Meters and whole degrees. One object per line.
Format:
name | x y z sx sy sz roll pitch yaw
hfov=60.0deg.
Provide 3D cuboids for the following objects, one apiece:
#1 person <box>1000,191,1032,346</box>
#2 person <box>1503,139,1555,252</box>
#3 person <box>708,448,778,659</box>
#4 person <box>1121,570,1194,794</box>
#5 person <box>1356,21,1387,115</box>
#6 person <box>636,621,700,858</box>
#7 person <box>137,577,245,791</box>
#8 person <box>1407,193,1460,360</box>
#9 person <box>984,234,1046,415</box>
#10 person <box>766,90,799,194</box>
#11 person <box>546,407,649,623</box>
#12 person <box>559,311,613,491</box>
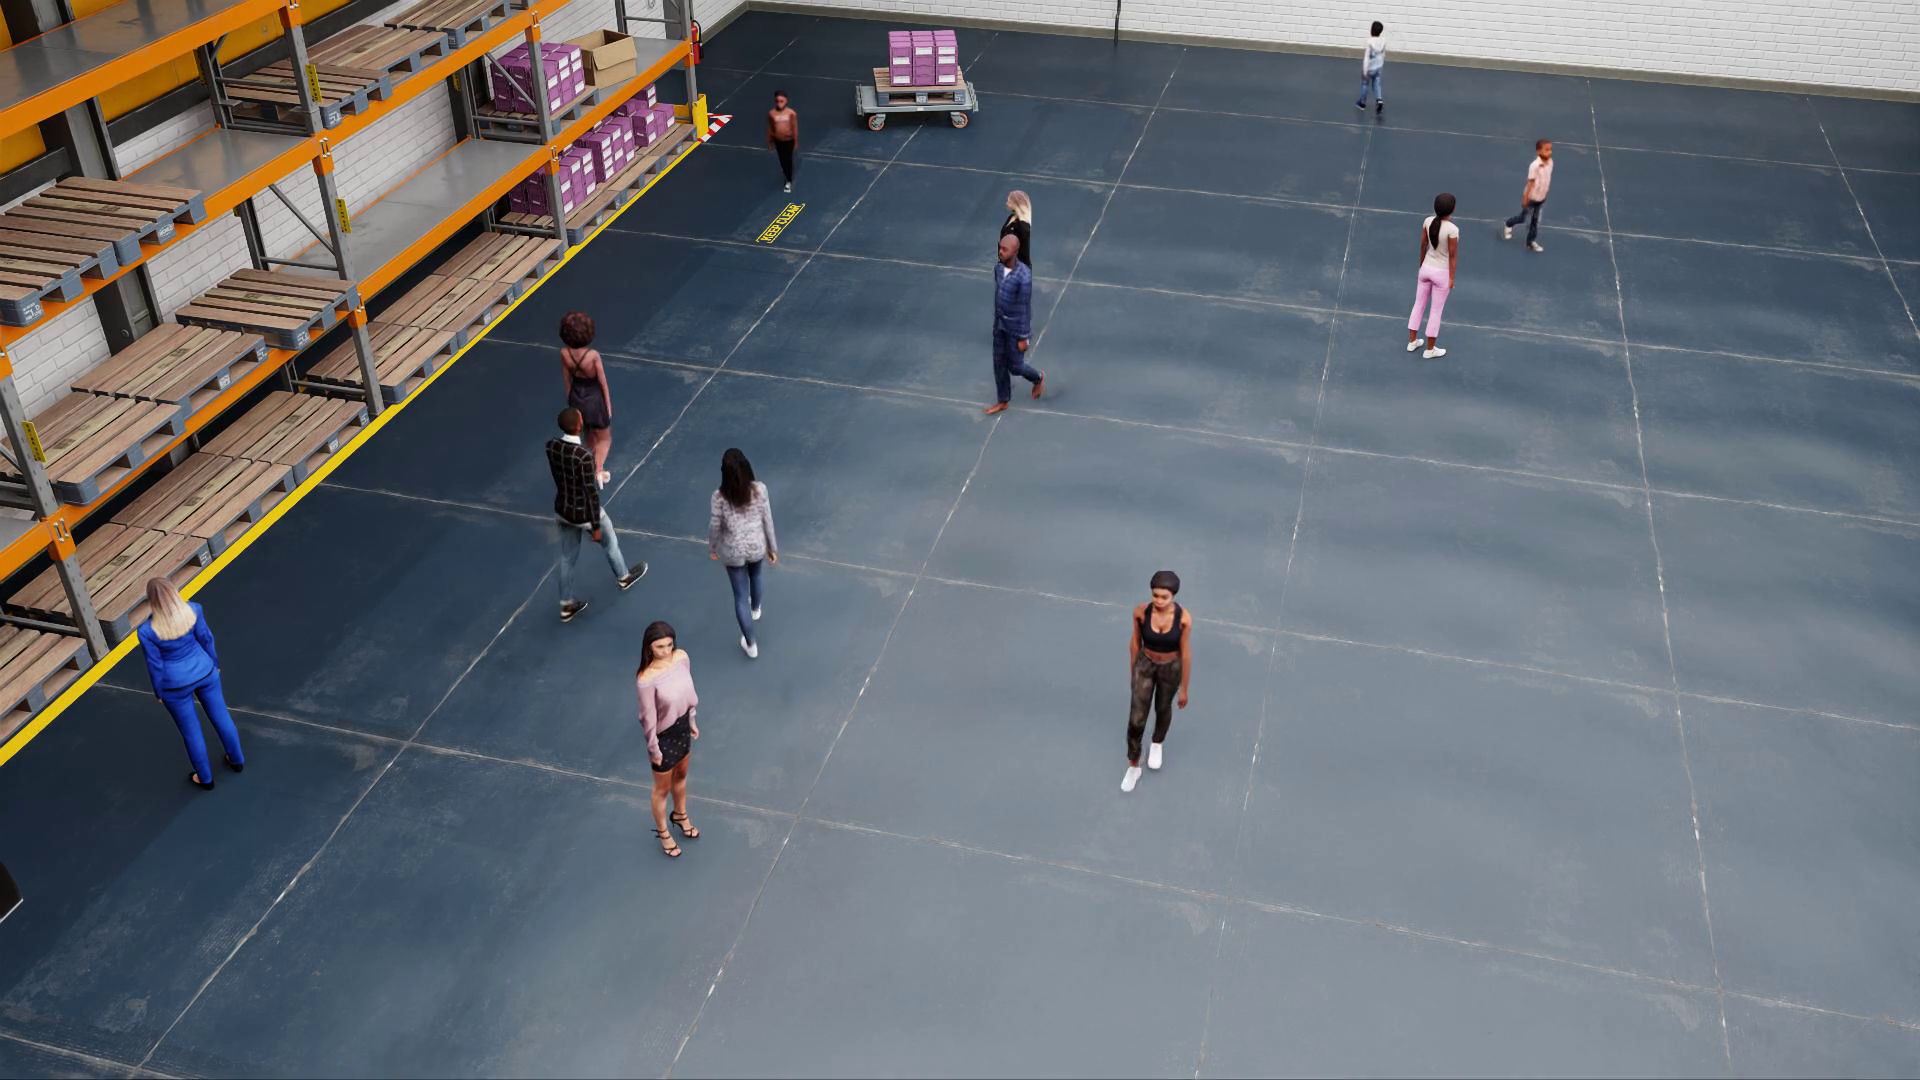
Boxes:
person | 0.600 -2.764 16.926 0.746 1.686 0.626 -7 34 -10
person | 6.575 -3.992 19.128 0.792 1.294 0.858 -17 37 -24
person | -1.610 0.134 12.550 0.951 1.705 1.068 -11 35 -16
person | 1.387 0.873 11.462 0.600 1.679 0.800 6 34 9
person | 5.734 -6.516 22.969 0.686 1.247 0.842 -8 34 -12
person | -1.891 1.270 10.745 0.734 1.811 0.576 20 39 27
person | -5.239 0.960 11.311 0.759 1.701 0.636 26 41 33
person | 4.782 -2.672 16.743 0.688 1.736 0.651 -23 40 -31
person | 0.543 -2.051 15.746 1.054 1.806 0.947 -25 41 -32
person | -2.181 -4.996 20.692 0.604 1.235 0.760 3 34 5
person | -3.025 -0.151 12.909 0.885 1.783 1.162 18 38 25
person | -3.233 -1.102 14.348 0.556 1.772 0.938 8 34 11
